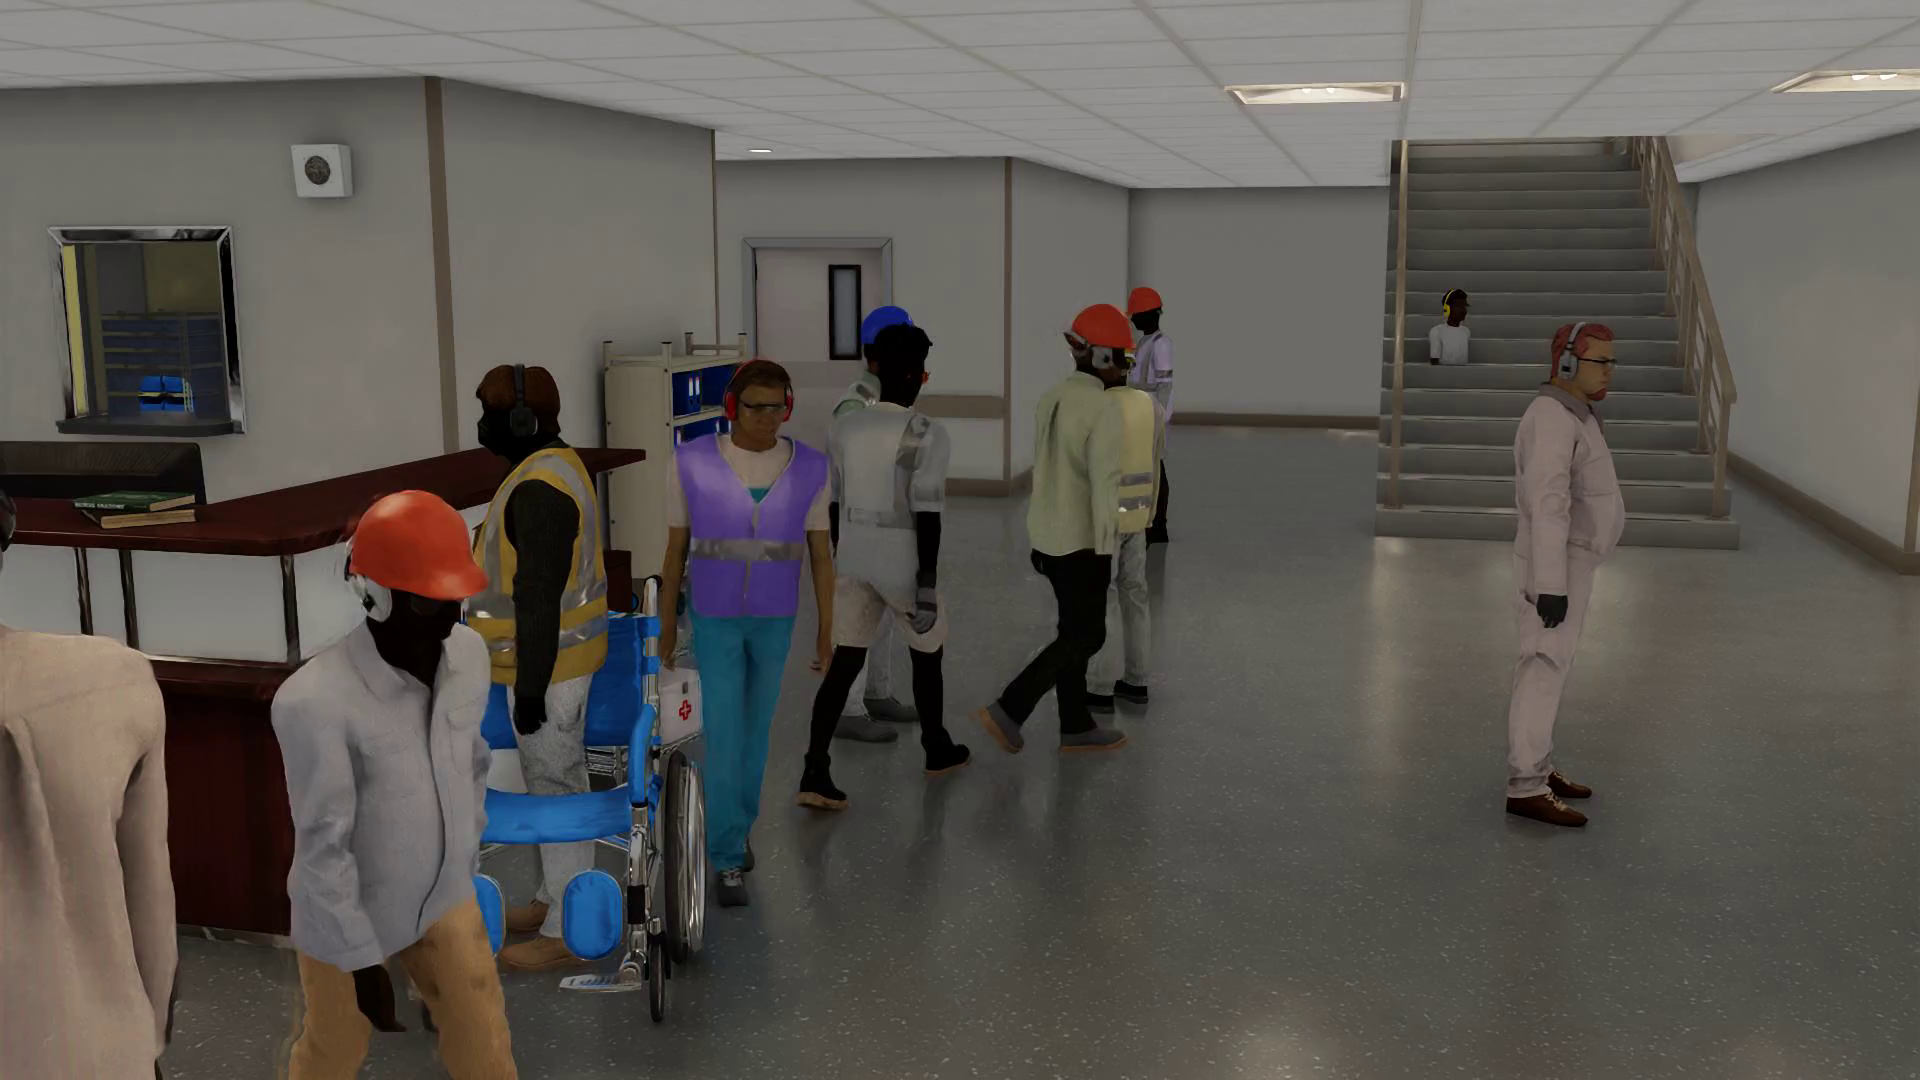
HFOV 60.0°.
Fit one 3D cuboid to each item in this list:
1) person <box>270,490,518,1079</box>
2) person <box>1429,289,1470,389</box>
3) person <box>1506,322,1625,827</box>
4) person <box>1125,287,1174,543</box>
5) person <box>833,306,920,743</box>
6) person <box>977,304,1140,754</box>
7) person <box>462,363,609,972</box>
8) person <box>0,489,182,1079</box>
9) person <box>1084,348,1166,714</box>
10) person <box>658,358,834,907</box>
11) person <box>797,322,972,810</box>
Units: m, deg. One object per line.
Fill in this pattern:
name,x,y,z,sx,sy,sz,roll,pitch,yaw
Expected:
person,-1.098,0.737,3.374,0.868,1.699,0.572,5,11,28
person,4.337,-1.271,14.700,0.511,1.872,0.329,-7,12,-36
person,2.328,0.121,6.399,0.403,1.904,0.651,4,11,24
person,1.408,-0.935,12.552,0.375,1.927,0.543,-2,10,-10
person,-0.354,-0.072,7.450,0.425,1.938,0.602,3,10,19
person,0.421,-0.009,6.997,0.700,1.964,0.669,-4,11,-24
person,-1.289,0.380,5.093,0.430,1.839,0.624,-2,10,-13
person,-1.311,0.789,2.224,0.391,1.986,0.608,4,10,20
person,0.703,-0.096,7.890,0.599,1.830,0.403,-9,13,-42
person,-0.693,0.303,5.611,0.593,1.803,0.832,-4,10,-21
person,-0.315,0.099,6.560,0.624,1.910,1.057,6,11,32
